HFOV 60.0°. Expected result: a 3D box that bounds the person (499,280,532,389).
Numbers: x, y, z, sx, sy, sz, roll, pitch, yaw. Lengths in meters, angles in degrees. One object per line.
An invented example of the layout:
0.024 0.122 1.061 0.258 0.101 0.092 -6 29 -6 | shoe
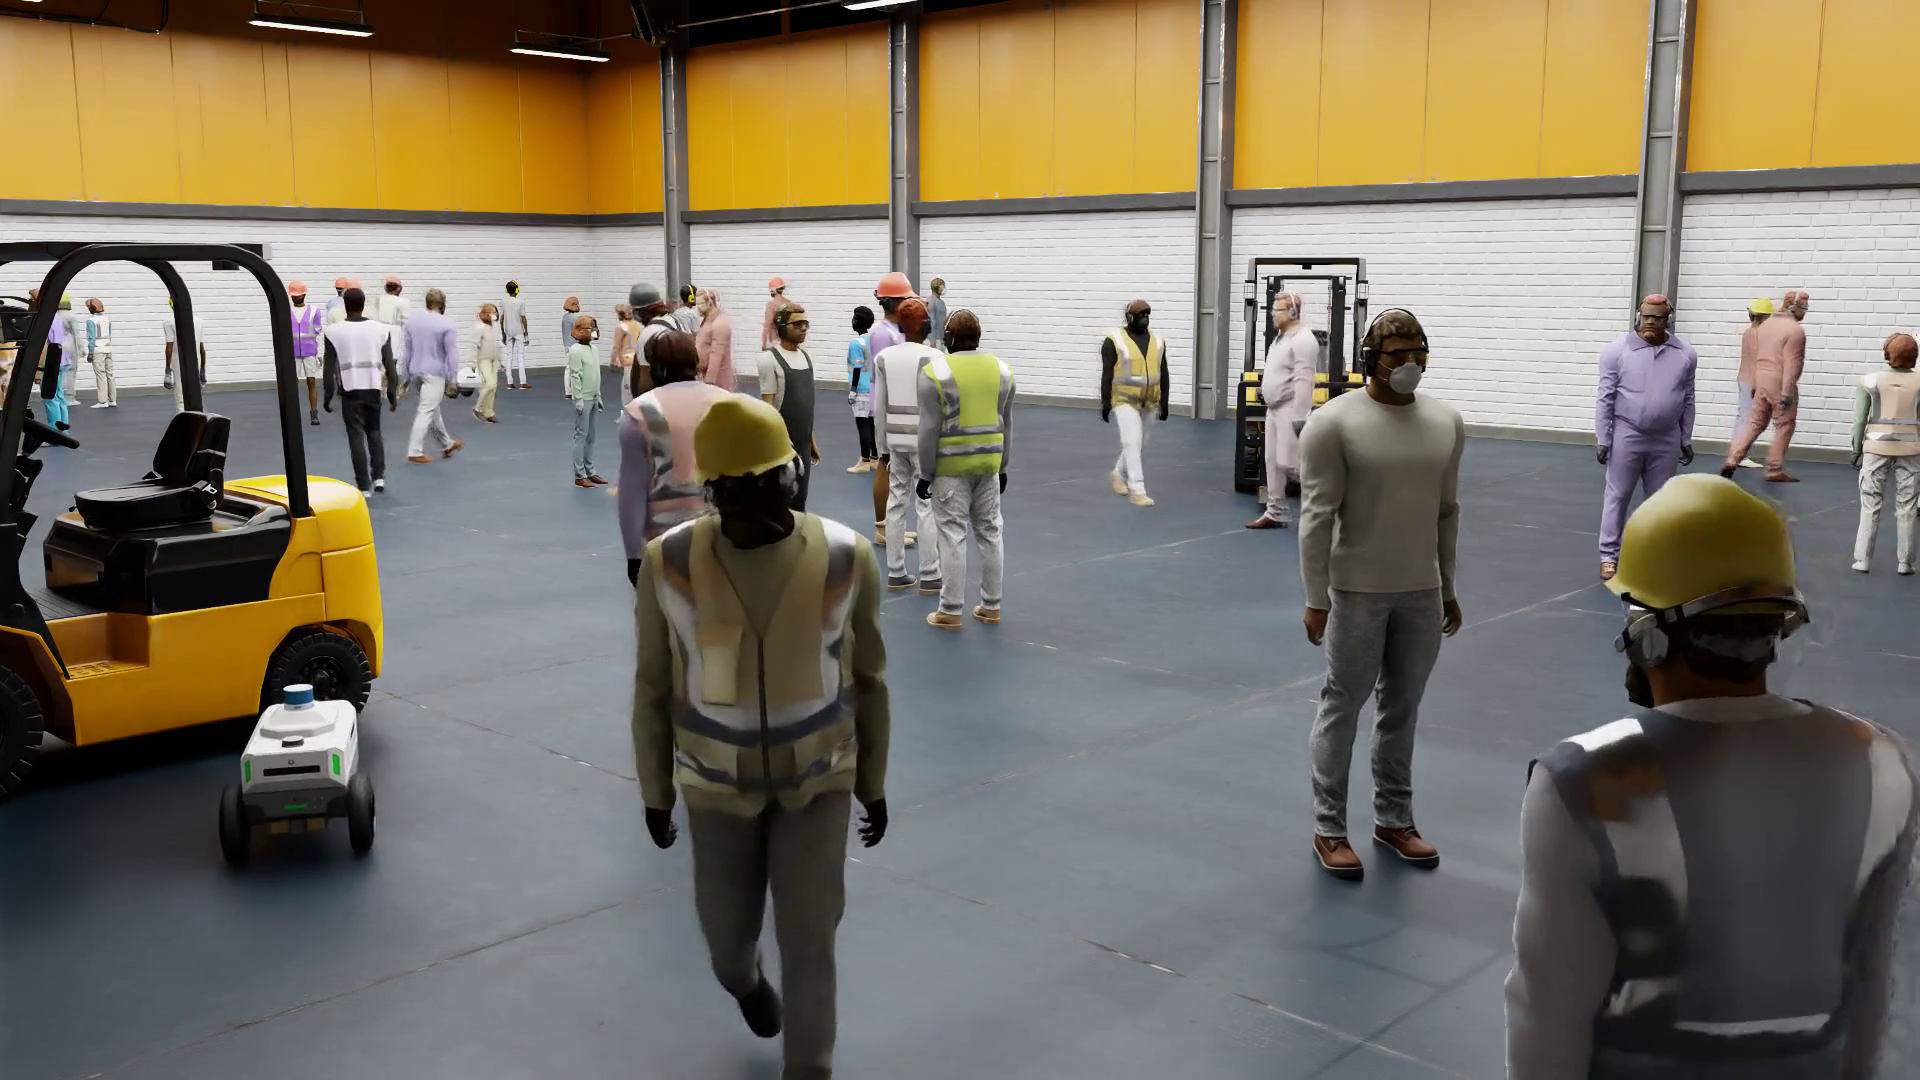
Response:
-7.683 -3.541 28.733 0.509 1.877 0.328 2 9 10 | person

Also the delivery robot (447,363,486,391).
-7.852 -2.597 26.689 0.707 0.478 0.477 3 10 17 | delivery robot

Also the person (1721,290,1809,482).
7.842 -1.479 16.133 0.620 1.873 0.698 -1 9 -8 | person

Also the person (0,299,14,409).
-12.421 -2.277 21.525 0.318 1.697 0.535 0 9 2 | person

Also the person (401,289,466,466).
-5.632 -1.747 17.810 0.639 1.857 1.088 4 10 23 | person

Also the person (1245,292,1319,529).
2.640 -1.010 13.159 0.641 1.891 0.660 -2 9 -11 | person

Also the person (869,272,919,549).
-0.486 -0.965 12.419 0.377 2.045 0.605 1 9 7 | person

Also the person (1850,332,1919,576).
6.317 -0.577 11.263 0.521 1.645 0.306 4 10 25 | person

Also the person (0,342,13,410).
-8.317 -1.172 14.054 0.593 1.924 0.408 -2 10 -15 | person

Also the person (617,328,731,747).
-1.173 0.008 7.131 0.650 1.825 0.461 -7 11 -35 | person

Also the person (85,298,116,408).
-12.808 -2.777 24.774 0.309 1.637 0.513 1 9 4 | person

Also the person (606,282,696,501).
-2.529 -1.243 14.132 1.003 2.000 0.750 1 9 6 | person

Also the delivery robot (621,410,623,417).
-3.597 -1.418 19.461 0.707 0.478 0.477 -3 10 -17 | delivery robot

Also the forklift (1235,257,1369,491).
3.309 -1.629 16.029 1.214 2.155 2.313 2 9 11 | forklift

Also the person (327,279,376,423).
-7.727 -2.354 21.213 0.626 1.957 0.949 -4 10 -22 | person

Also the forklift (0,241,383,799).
-3.706 -0.171 7.093 1.214 2.155 2.313 9 13 43 | forklift

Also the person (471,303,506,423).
-6.302 -2.359 22.249 0.350 1.615 0.523 4 10 22 | person

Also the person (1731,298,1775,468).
8.311 -1.638 17.404 0.326 1.765 0.533 2 10 15 | person

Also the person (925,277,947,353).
-0.359 -3.070 25.656 0.372 1.938 0.630 2 10 14 | person

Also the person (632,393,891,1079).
-0.470 0.534 3.996 0.608 1.803 0.737 -1 9 -6 | person

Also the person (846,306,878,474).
-0.977 -1.518 16.859 0.317 1.700 0.538 4 10 21 | person

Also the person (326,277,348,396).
-10.019 -3.308 27.109 0.544 1.939 0.354 1 9 7 | person

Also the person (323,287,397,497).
-5.496 -1.349 15.203 0.609 1.896 0.600 -7 11 -36 | person

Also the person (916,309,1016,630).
0.014 -0.402 9.586 0.624 1.844 0.430 -5 11 -30 | person

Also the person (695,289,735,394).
-2.736 -1.795 18.118 1.034 1.841 0.654 -4 10 -25 | person

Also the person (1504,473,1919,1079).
1.032 0.809 2.296 0.602 1.802 0.852 -2 9 -11 | person

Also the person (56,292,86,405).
-13.559 -2.903 25.265 0.494 1.731 0.346 2 9 10 | person

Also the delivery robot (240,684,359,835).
-2.395 0.769 6.055 0.477 0.478 0.707 -3 10 -16 | delivery robot

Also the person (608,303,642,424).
-4.416 -2.307 21.936 0.657 1.610 0.515 3 10 16 | person

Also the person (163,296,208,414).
-8.649 -1.869 18.557 0.342 1.856 0.527 5 10 27 | person

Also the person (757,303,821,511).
-1.120 -0.645 11.066 0.345 1.846 0.508 6 11 31 | person

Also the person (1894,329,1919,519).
7.995 -1.089 13.712 0.453 1.867 0.598 -2 9 -10 | person

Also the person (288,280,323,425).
-8.715 -2.471 22.006 0.542 1.928 0.374 -3 10 -18 | person

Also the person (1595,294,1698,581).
4.550 -0.668 11.026 0.648 1.904 0.401 1 9 4 | person

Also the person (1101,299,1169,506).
1.535 -1.243 14.849 0.628 1.818 0.884 -4 10 -23 | person

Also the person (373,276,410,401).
-9.016 -3.203 26.475 0.620 1.938 1.144 2 9 9 | person

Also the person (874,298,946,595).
-0.282 -0.589 10.616 0.584 1.882 0.351 6 11 34 | person

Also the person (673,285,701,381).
-3.479 -2.339 21.376 0.535 1.869 0.312 8 12 42 | person

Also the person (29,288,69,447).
-10.606 -2.000 19.368 0.390 1.846 0.565 -1 9 -9 | person

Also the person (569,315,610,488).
-3.547 -1.320 15.853 0.283 1.633 0.500 2 9 11 | person

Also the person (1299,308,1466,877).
1.451 0.181 5.715 0.635 1.938 0.359 -3 10 -20 | person

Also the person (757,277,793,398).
-2.828 -3.185 26.344 1.010 1.957 0.632 6 11 32 | person

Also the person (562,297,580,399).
-6.126 -3.035 26.364 0.275 1.632 0.507 -8 12 -40 | person
